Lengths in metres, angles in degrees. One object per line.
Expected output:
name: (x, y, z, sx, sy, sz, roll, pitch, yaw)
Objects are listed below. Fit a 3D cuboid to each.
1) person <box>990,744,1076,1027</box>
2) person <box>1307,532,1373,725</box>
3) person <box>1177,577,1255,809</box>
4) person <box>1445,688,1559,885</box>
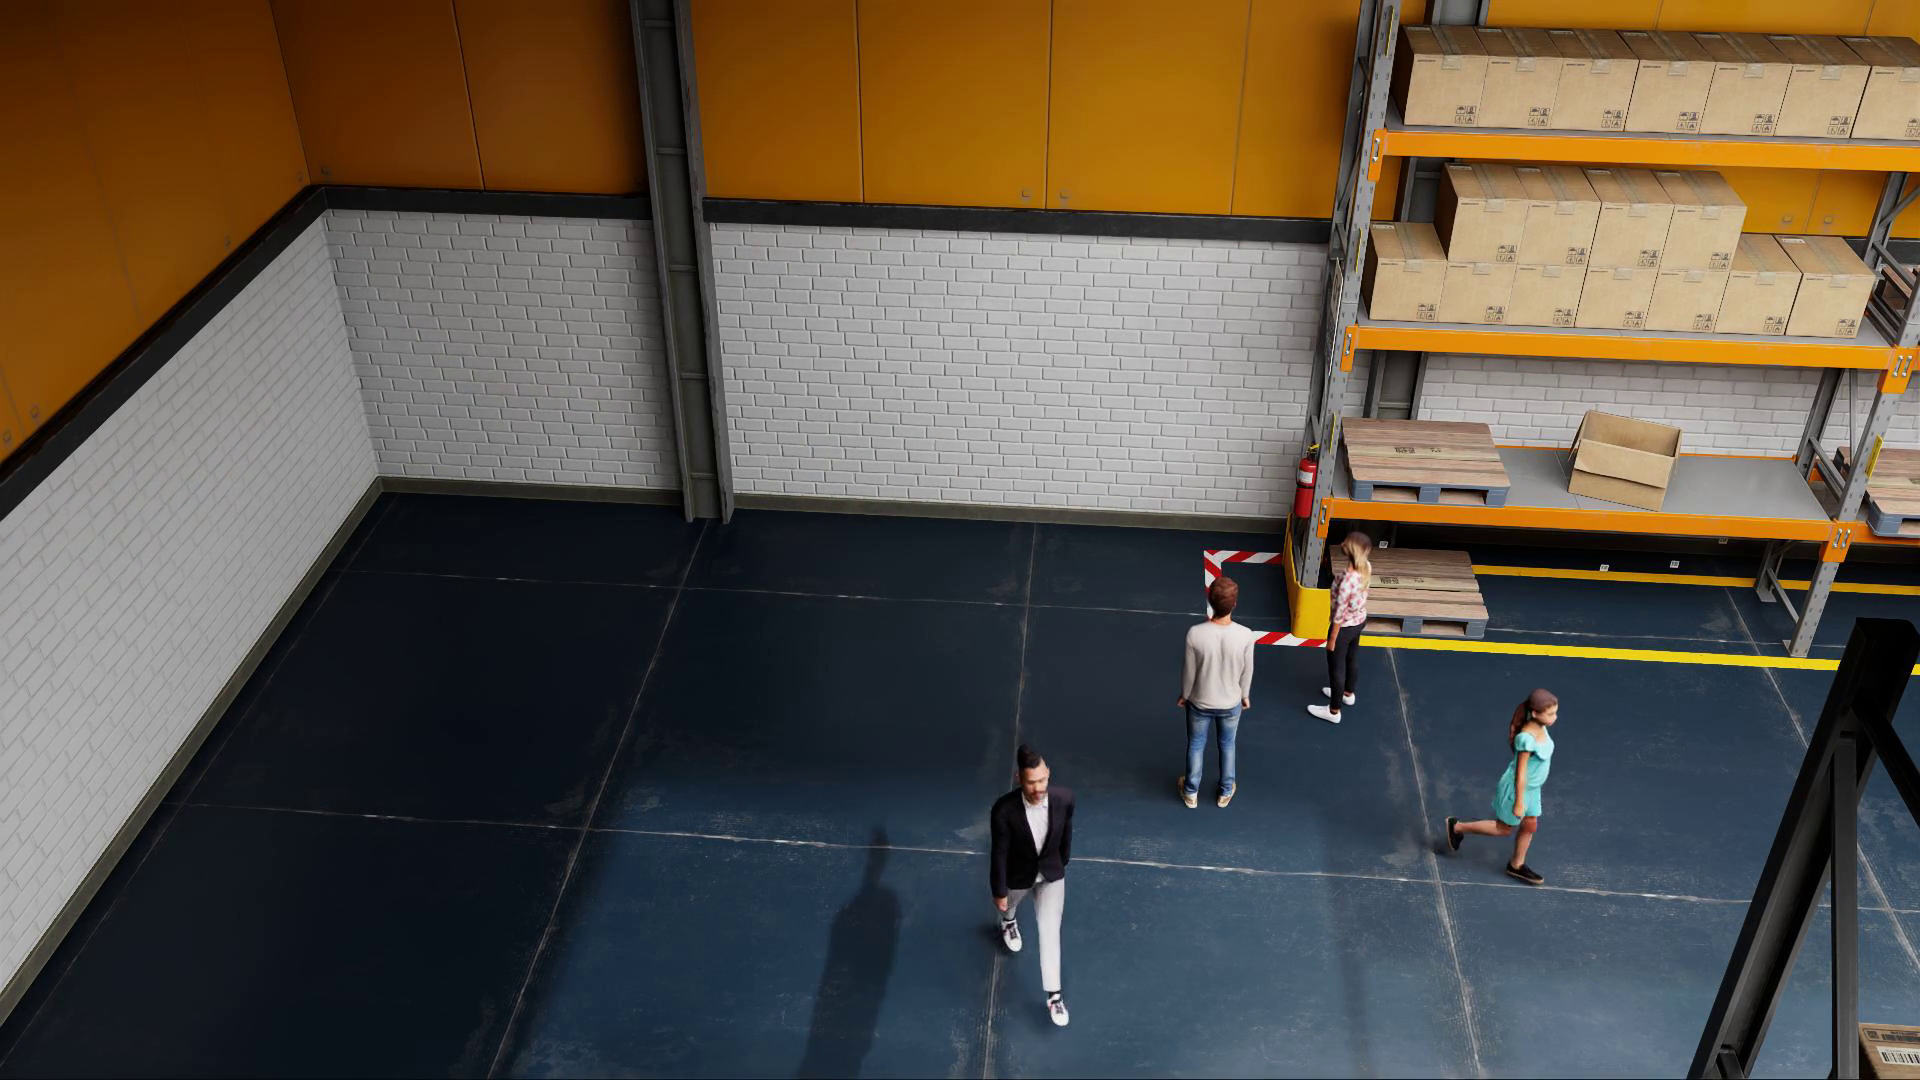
person: (0.397, 1.973, 10.322, 1.289, 1.887, 1.035, -7, 34, -11)
person: (2.931, 0.641, 12.558, 0.654, 1.629, 0.637, 22, 39, 29)
person: (1.784, 1.099, 11.626, 0.504, 1.899, 0.715, 2, 34, 3)
person: (3.689, 1.628, 11.150, 1.024, 1.545, 0.858, 21, 39, 29)
